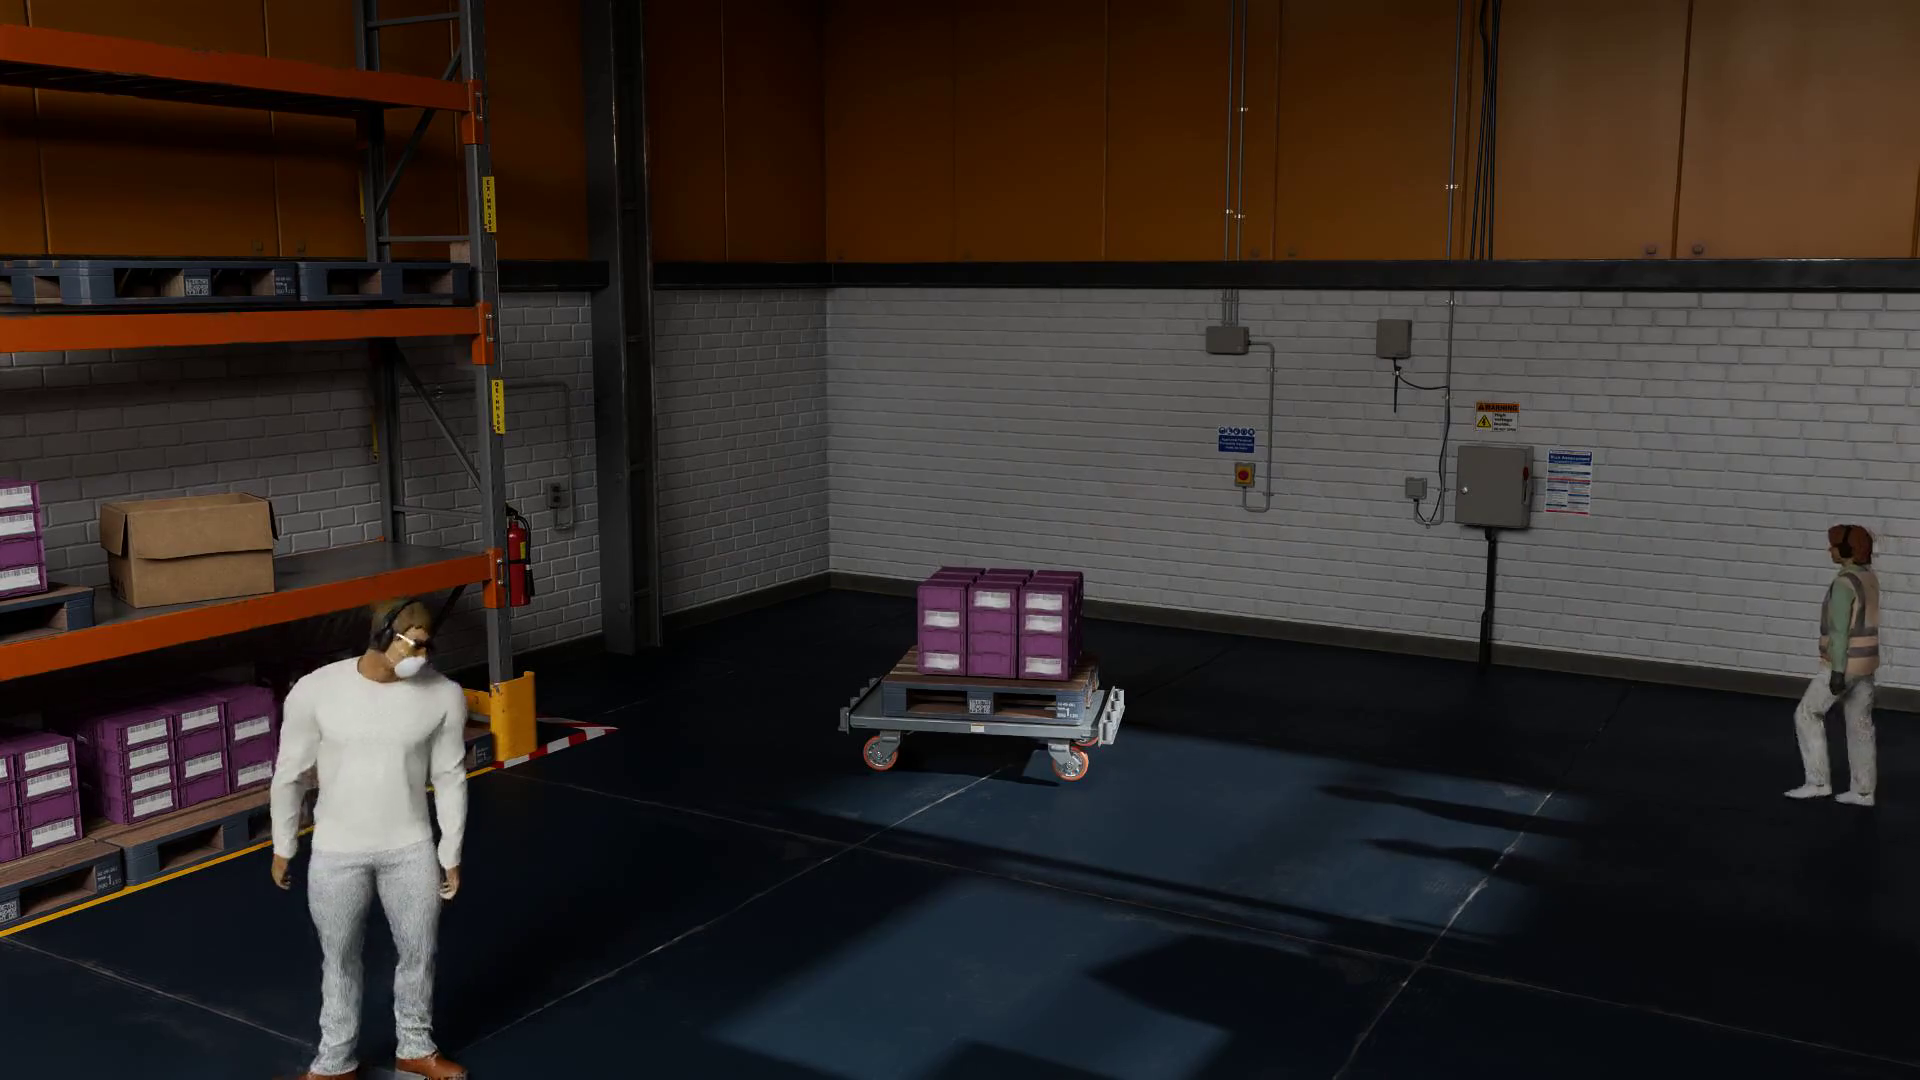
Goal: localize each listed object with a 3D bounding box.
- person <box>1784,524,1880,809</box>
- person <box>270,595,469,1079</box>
[{"bbox_3d":[4.992,0.715,9.464,0.541,1.617,0.567,-8,12,-43],"label":"person"},{"bbox_3d":[-2.169,1.135,6.031,0.776,1.901,0.373,-3,10,-19],"label":"person"}]
